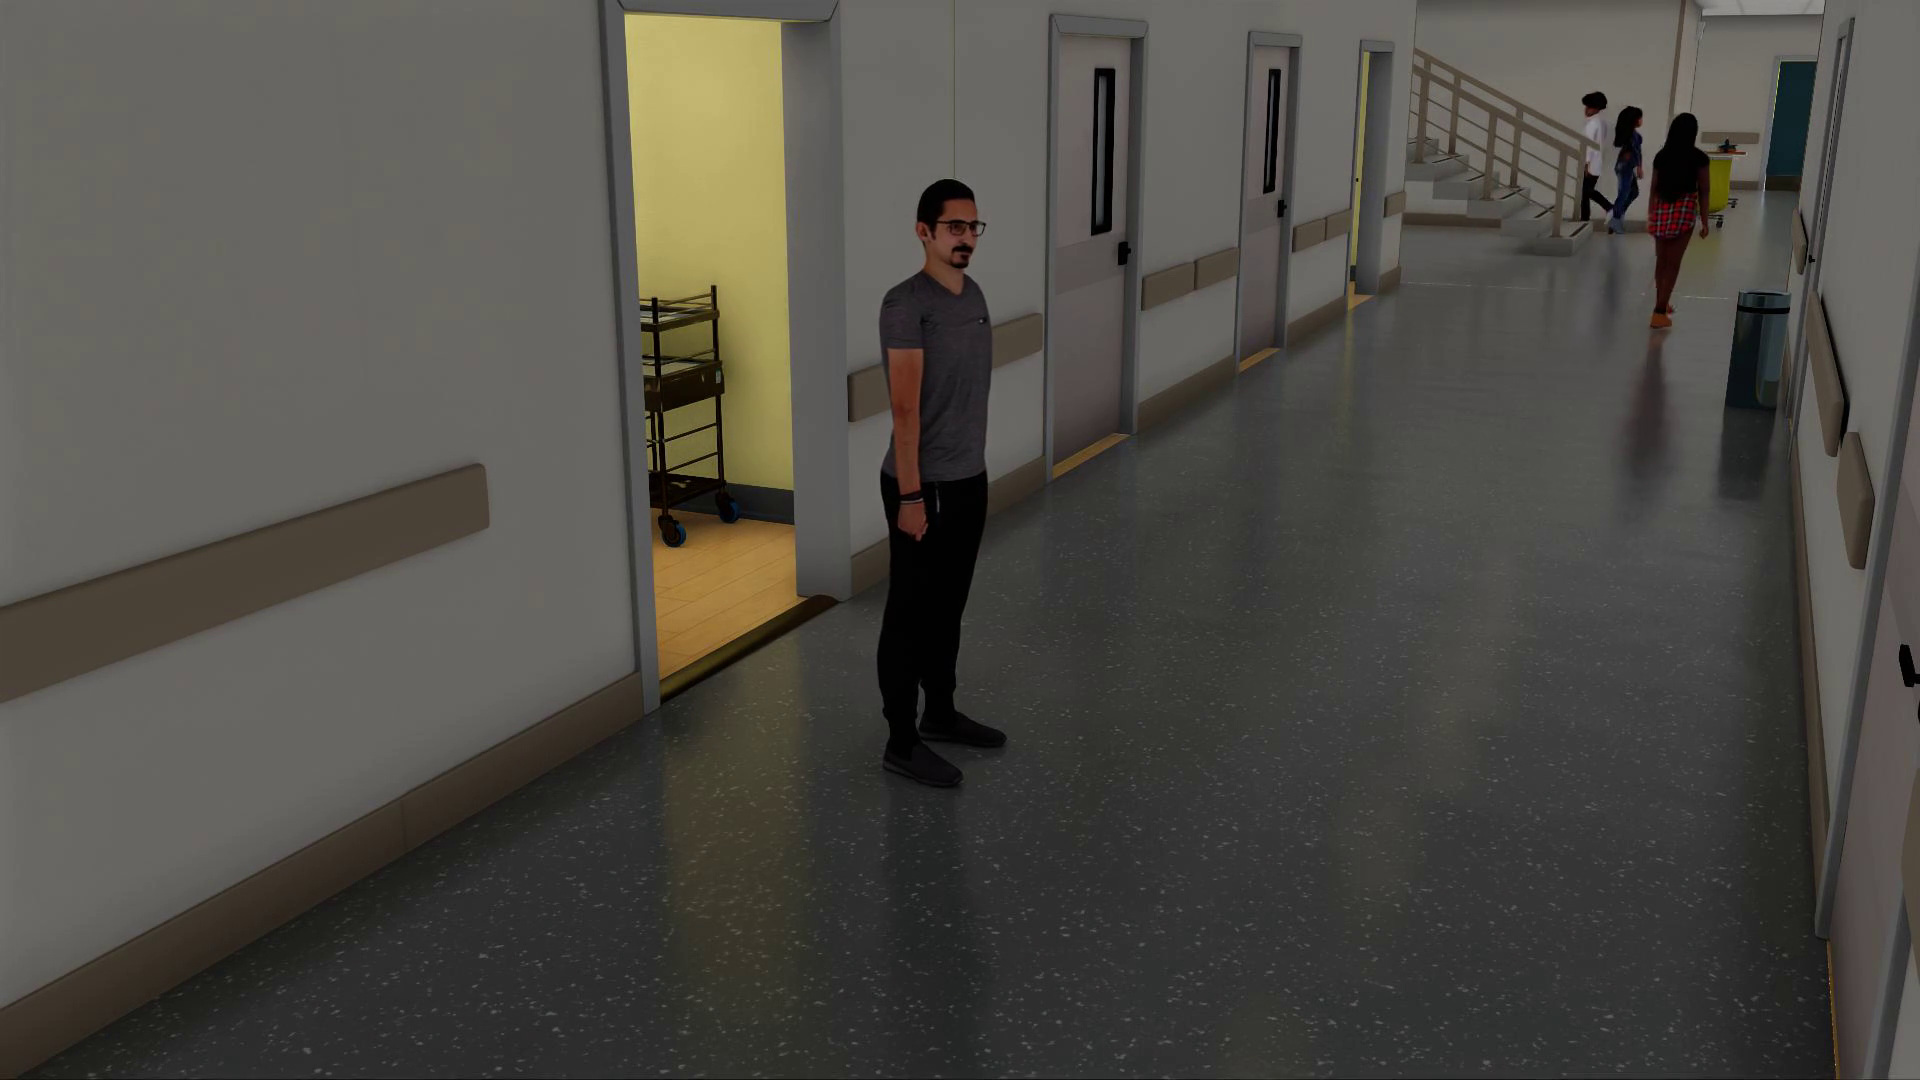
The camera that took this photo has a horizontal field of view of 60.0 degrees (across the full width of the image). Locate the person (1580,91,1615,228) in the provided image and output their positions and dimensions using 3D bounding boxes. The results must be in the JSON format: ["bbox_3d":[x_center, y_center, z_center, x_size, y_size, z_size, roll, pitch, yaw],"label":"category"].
[{"bbox_3d":[8.238,-4.859,21.472,0.968,1.785,0.796,14,21,41],"label":"person"}]

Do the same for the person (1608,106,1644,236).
[{"bbox_3d":[8.466,-4.732,21.336,0.670,1.613,0.701,4,16,15],"label":"person"}]

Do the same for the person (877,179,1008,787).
[{"bbox_3d":[-0.072,-0.184,4.946,0.537,1.754,0.616,8,18,26],"label":"person"}]

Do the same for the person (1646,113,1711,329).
[{"bbox_3d":[5.749,-2.557,13.460,0.866,1.702,0.942,-14,21,-40],"label":"person"}]
